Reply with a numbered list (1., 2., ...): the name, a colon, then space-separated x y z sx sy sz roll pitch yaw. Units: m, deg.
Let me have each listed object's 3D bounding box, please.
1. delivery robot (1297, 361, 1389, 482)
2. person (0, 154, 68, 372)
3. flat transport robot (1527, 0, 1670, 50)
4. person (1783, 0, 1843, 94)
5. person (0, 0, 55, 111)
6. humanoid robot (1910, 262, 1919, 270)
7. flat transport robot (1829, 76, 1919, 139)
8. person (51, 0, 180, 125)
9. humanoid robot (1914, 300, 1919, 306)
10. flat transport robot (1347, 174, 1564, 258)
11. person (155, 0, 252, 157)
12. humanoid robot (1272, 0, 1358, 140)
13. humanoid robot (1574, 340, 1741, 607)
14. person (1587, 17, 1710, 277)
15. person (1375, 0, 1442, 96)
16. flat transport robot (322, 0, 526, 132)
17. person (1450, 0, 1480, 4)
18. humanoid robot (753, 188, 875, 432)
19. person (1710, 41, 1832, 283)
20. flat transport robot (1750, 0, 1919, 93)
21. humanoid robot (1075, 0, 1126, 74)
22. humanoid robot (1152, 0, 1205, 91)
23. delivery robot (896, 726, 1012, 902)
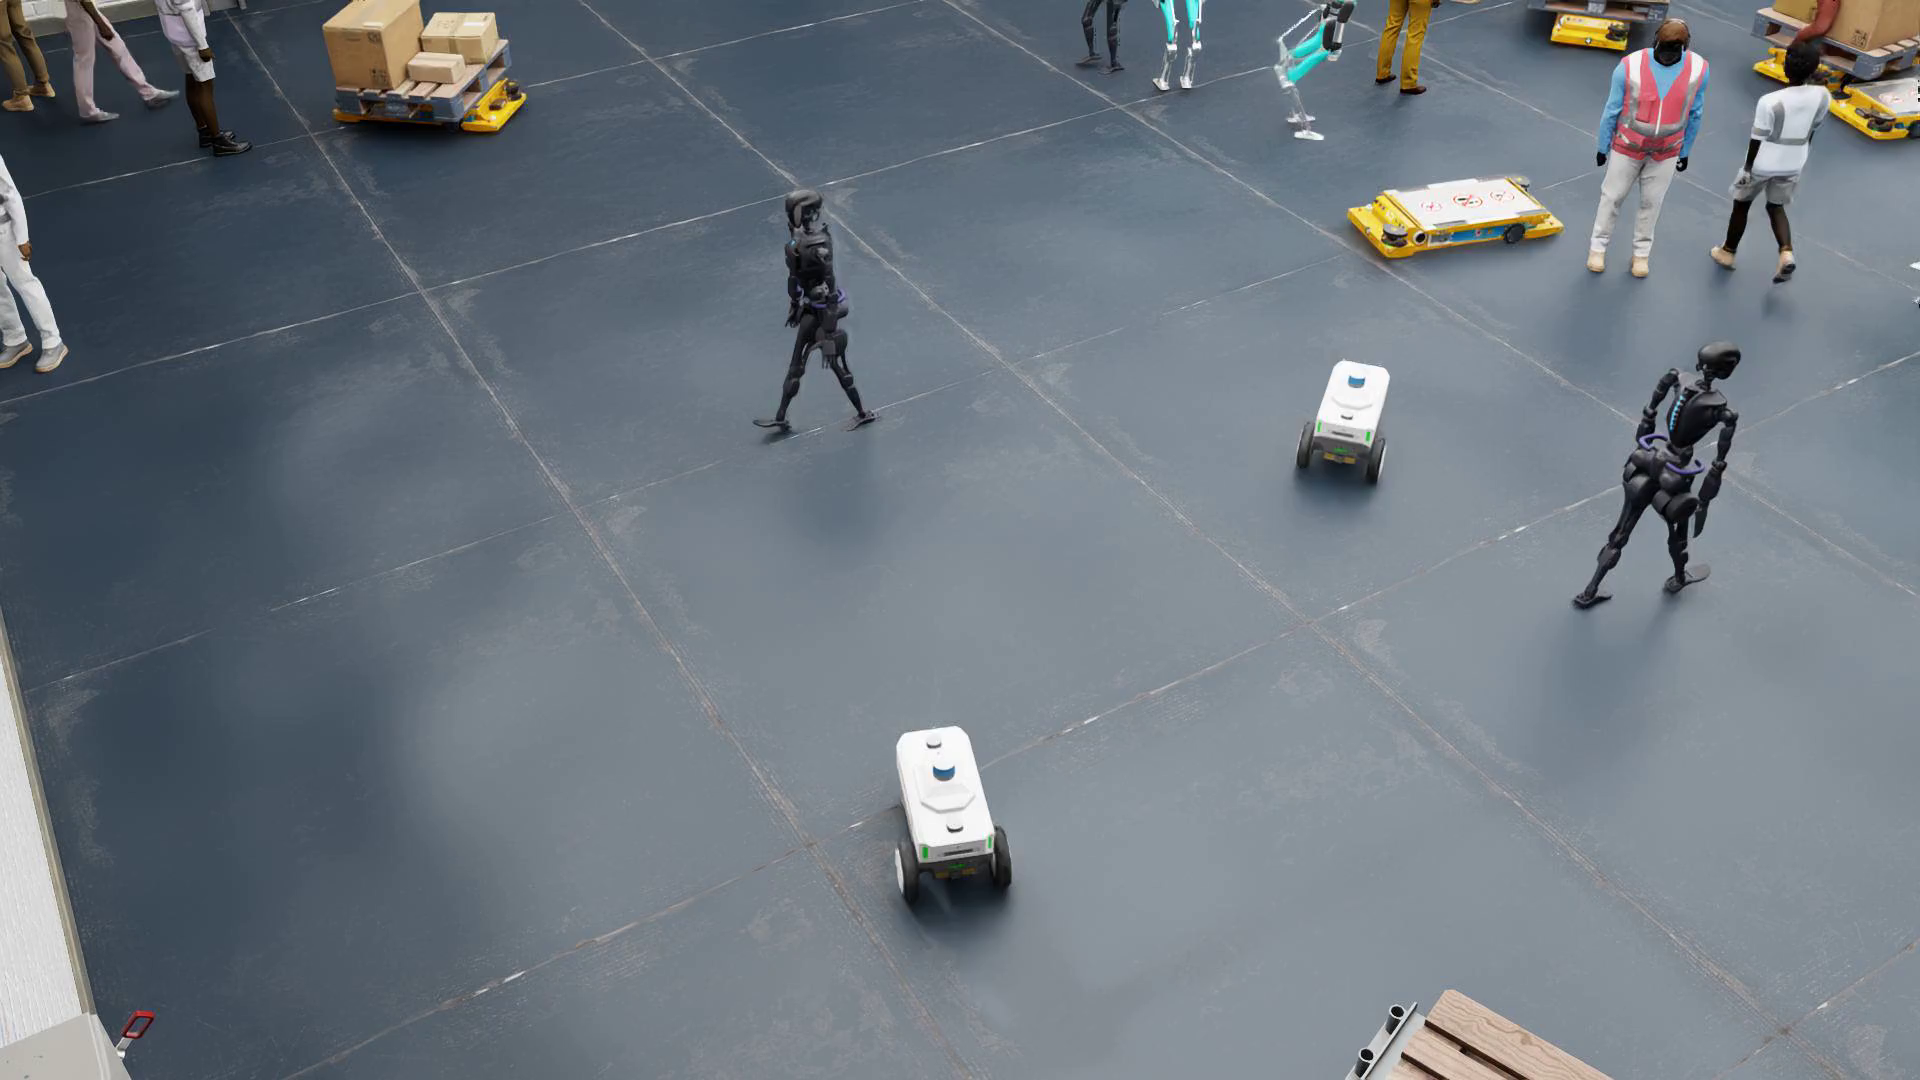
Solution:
1. delivery robot: 2.347 -0.750 9.996 0.499 0.581 0.768 13 40 15
2. person: -6.102 -1.920 10.414 0.582 1.882 0.338 6 39 8
3. flat transport robot: 5.934 -4.949 15.537 0.659 0.231 1.431 13 40 16
4. person: 7.431 -4.706 13.946 0.580 1.862 0.538 -8 39 -10
5. person: -7.906 -4.429 13.681 0.368 1.761 0.523 7 39 9
6. humanoid robot: 7.257 -2.709 11.546 0.883 1.783 0.559 -19 42 -22
7. flat transport robot: 8.041 -3.612 13.850 1.431 0.231 0.659 -9 39 -11
8. person: -6.946 -4.270 13.432 0.888 1.807 0.592 -15 41 -18
9. humanoid robot: 7.025 -2.219 10.922 0.858 1.761 0.560 1 38 1
10. flat transport robot: 3.674 -2.403 12.324 1.431 0.231 0.659 -10 39 -12
11. person: -5.988 -3.946 12.928 0.357 1.939 0.542 -29 47 -32
12. humanoid robot: 2.788 -4.035 13.183 0.780 1.762 0.544 3 38 3
13. humanoid robot: 3.703 -0.355 8.638 0.767 1.626 0.594 -16 41 -20
14. person: 4.704 -2.698 11.441 0.634 1.831 0.430 7 39 9
15. person: 3.814 -4.622 13.926 0.339 1.752 0.535 -24 44 -27
16. flat transport robot: -4.442 -3.679 13.934 1.431 0.231 0.659 6 39 7
17. person: 4.855 -6.027 15.599 0.356 1.882 0.572 6 39 7
18. humanoid robot: -0.876 -1.306 9.831 0.765 1.630 0.600 -19 42 -23
19. person: 5.599 -2.544 11.359 0.529 1.677 0.622 -5 39 -6
20. flat transport robot: 7.752 -4.249 14.653 1.431 0.231 0.659 -21 43 -24
21. humanoid robot: 1.255 -4.792 14.204 0.428 1.656 0.591 -17 41 -20
22. humanoid robot: 1.853 -4.549 13.777 0.530 1.702 0.721 -3 39 -4
23. delivery robot: -0.070 1.213 7.525 0.499 0.587 0.789 -7 39 -9
